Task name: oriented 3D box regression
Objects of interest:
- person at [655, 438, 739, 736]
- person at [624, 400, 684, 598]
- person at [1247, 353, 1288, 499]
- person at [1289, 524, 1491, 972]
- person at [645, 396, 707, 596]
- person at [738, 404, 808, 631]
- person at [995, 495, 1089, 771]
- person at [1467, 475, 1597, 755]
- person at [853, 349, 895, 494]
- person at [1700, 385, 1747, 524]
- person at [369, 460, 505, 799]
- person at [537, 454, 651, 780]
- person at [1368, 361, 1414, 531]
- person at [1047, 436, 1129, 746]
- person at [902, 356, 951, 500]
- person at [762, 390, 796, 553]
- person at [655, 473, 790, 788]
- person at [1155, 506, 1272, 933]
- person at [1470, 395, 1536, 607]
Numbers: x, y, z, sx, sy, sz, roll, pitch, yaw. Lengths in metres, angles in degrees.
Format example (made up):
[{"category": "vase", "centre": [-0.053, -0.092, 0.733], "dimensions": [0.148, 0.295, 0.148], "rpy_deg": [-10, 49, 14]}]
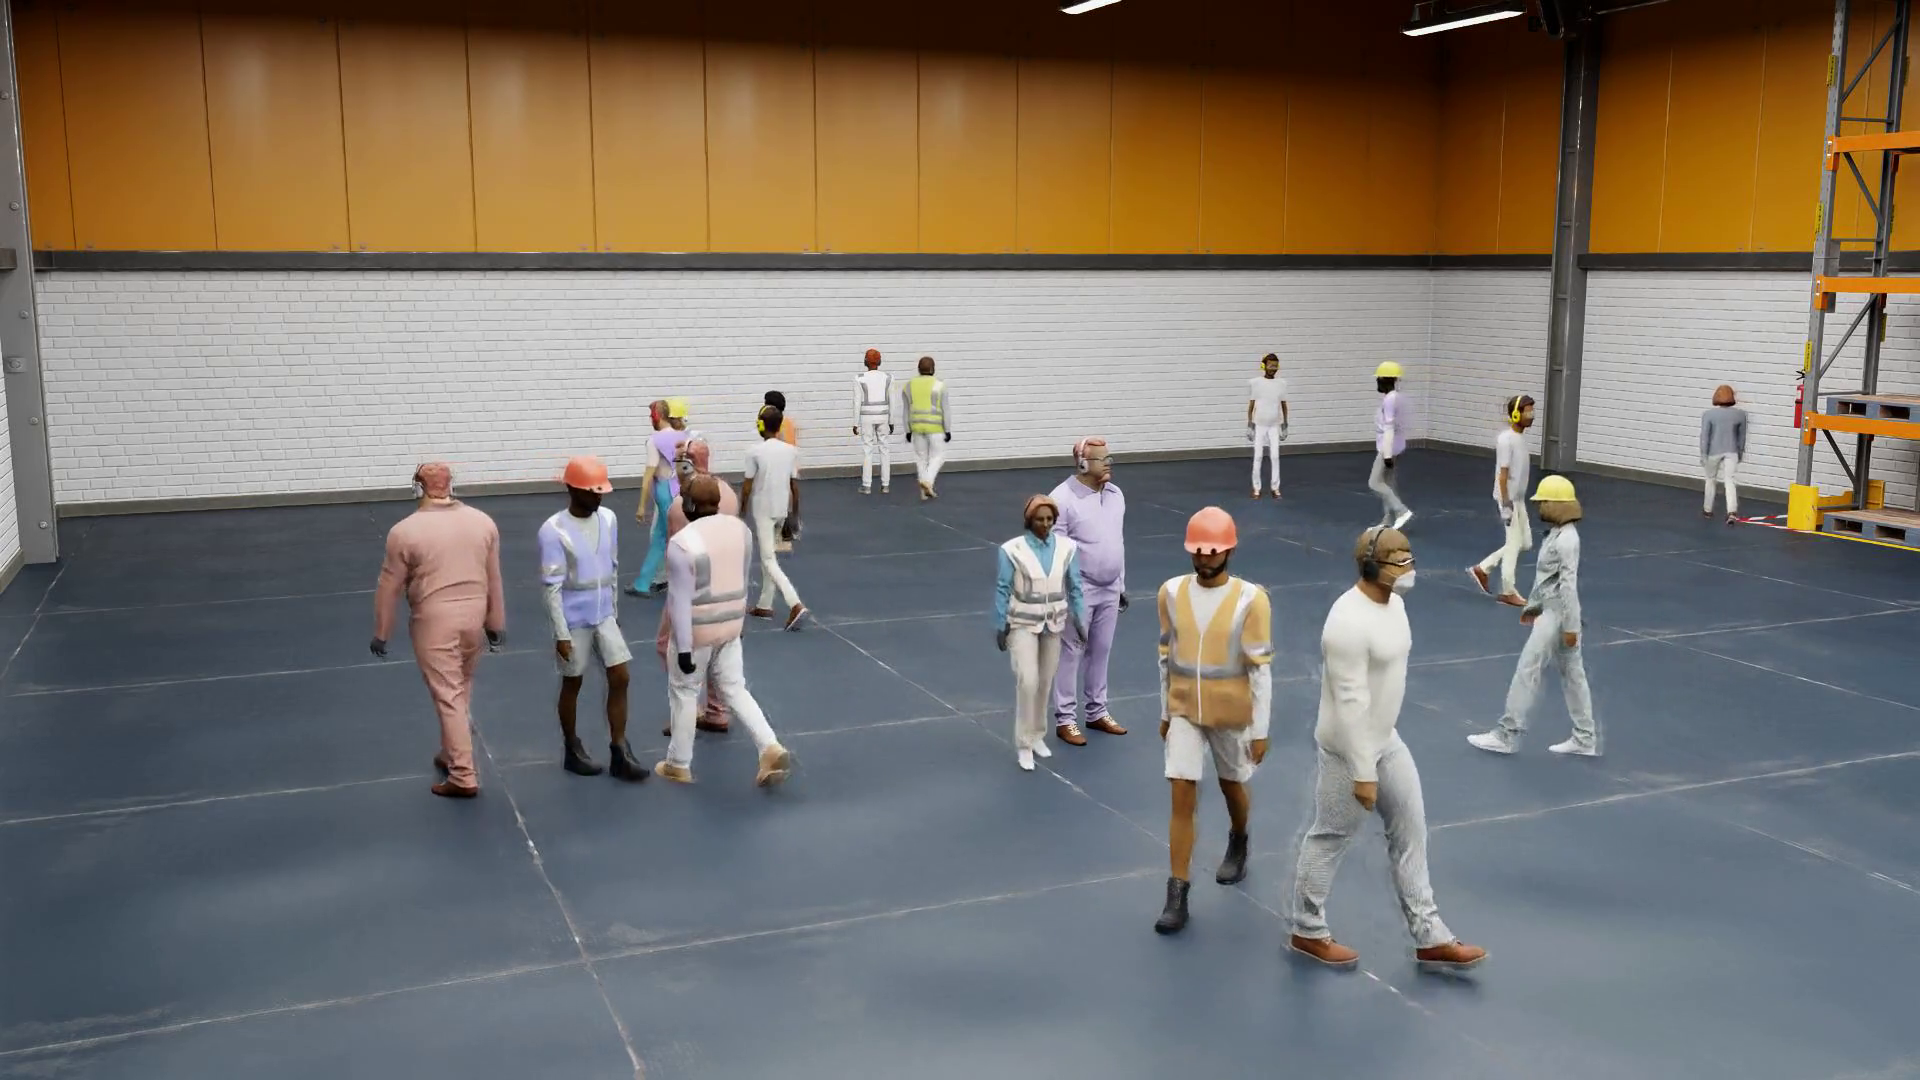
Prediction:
[{"category": "person", "centre": [-1.682, 0.297, 10.498], "dimensions": [0.494, 1.890, 0.657], "rpy_deg": [5, 11, 28]}, {"category": "person", "centre": [-2.560, -0.336, 14.698], "dimensions": [0.941, 1.787, 0.657], "rpy_deg": [3, 10, 16]}, {"category": "person", "centre": [3.912, -1.441, 21.135], "dimensions": [0.517, 1.860, 0.325], "rpy_deg": [0, 9, 0]}, {"category": "person", "centre": [1.792, 0.891, 6.856], "dimensions": [0.920, 1.900, 0.652], "rpy_deg": [7, 12, 36]}, {"category": "person", "centre": [-2.564, -0.378, 14.835], "dimensions": [0.612, 1.802, 0.704], "rpy_deg": [5, 11, 28]}, {"category": "person", "centre": [-1.521, -0.192, 13.652], "dimensions": [0.533, 1.838, 0.900], "rpy_deg": [-9, 13, -44]}, {"category": "person", "centre": [0.490, 0.541, 9.846], "dimensions": [0.533, 1.615, 0.613], "rpy_deg": [-4, 10, -23]}, {"category": "person", "centre": [3.492, 0.461, 10.057], "dimensions": [0.832, 1.711, 0.493], "rpy_deg": [3, 10, 20]}, {"category": "person", "centre": [-1.122, -1.542, 21.664], "dimensions": [0.574, 1.884, 0.356], "rpy_deg": [-3, 10, -20]}, {"category": "person", "centre": [8.828, -1.000, 19.247], "dimensions": [0.507, 1.594, 0.859], "rpy_deg": [2, 10, 13]}, {"category": "person", "centre": [-2.968, 0.486, 9.402], "dimensions": [0.856, 1.862, 0.675], "rpy_deg": [8, 13, 42]}, {"category": "person", "centre": [-2.077, 0.457, 9.473], "dimensions": [0.765, 1.904, 0.583], "rpy_deg": [7, 12, 38]}, {"category": "person", "centre": [4.745, -1.015, 18.362], "dimensions": [0.455, 1.917, 0.586], "rpy_deg": [4, 10, 25]}, {"category": "person", "centre": [0.814, 0.307, 10.375], "dimensions": [0.649, 1.913, 0.409], "rpy_deg": [-8, 12, -41]}, {"category": "person", "centre": [-0.419, -1.395, 20.925], "dimensions": [0.644, 1.832, 0.506], "rpy_deg": [4, 10, 23]}, {"category": "person", "centre": [-1.898, -0.697, 17.118], "dimensions": [0.420, 1.679, 0.559], "rpy_deg": [3, 10, 19]}, {"category": "person", "centre": [-1.382, 0.520, 9.388], "dimensions": [0.850, 1.816, 0.631], "rpy_deg": [7, 12, 38]}, {"category": "person", "centre": [1.175, 0.768, 7.668], "dimensions": [0.563, 1.892, 1.001], "rpy_deg": [4, 10, 25]}, {"category": "person", "centre": [4.781, -0.345, 14.507], "dimensions": [0.520, 1.854, 0.539], "rpy_deg": [7, 12, 38]}]
